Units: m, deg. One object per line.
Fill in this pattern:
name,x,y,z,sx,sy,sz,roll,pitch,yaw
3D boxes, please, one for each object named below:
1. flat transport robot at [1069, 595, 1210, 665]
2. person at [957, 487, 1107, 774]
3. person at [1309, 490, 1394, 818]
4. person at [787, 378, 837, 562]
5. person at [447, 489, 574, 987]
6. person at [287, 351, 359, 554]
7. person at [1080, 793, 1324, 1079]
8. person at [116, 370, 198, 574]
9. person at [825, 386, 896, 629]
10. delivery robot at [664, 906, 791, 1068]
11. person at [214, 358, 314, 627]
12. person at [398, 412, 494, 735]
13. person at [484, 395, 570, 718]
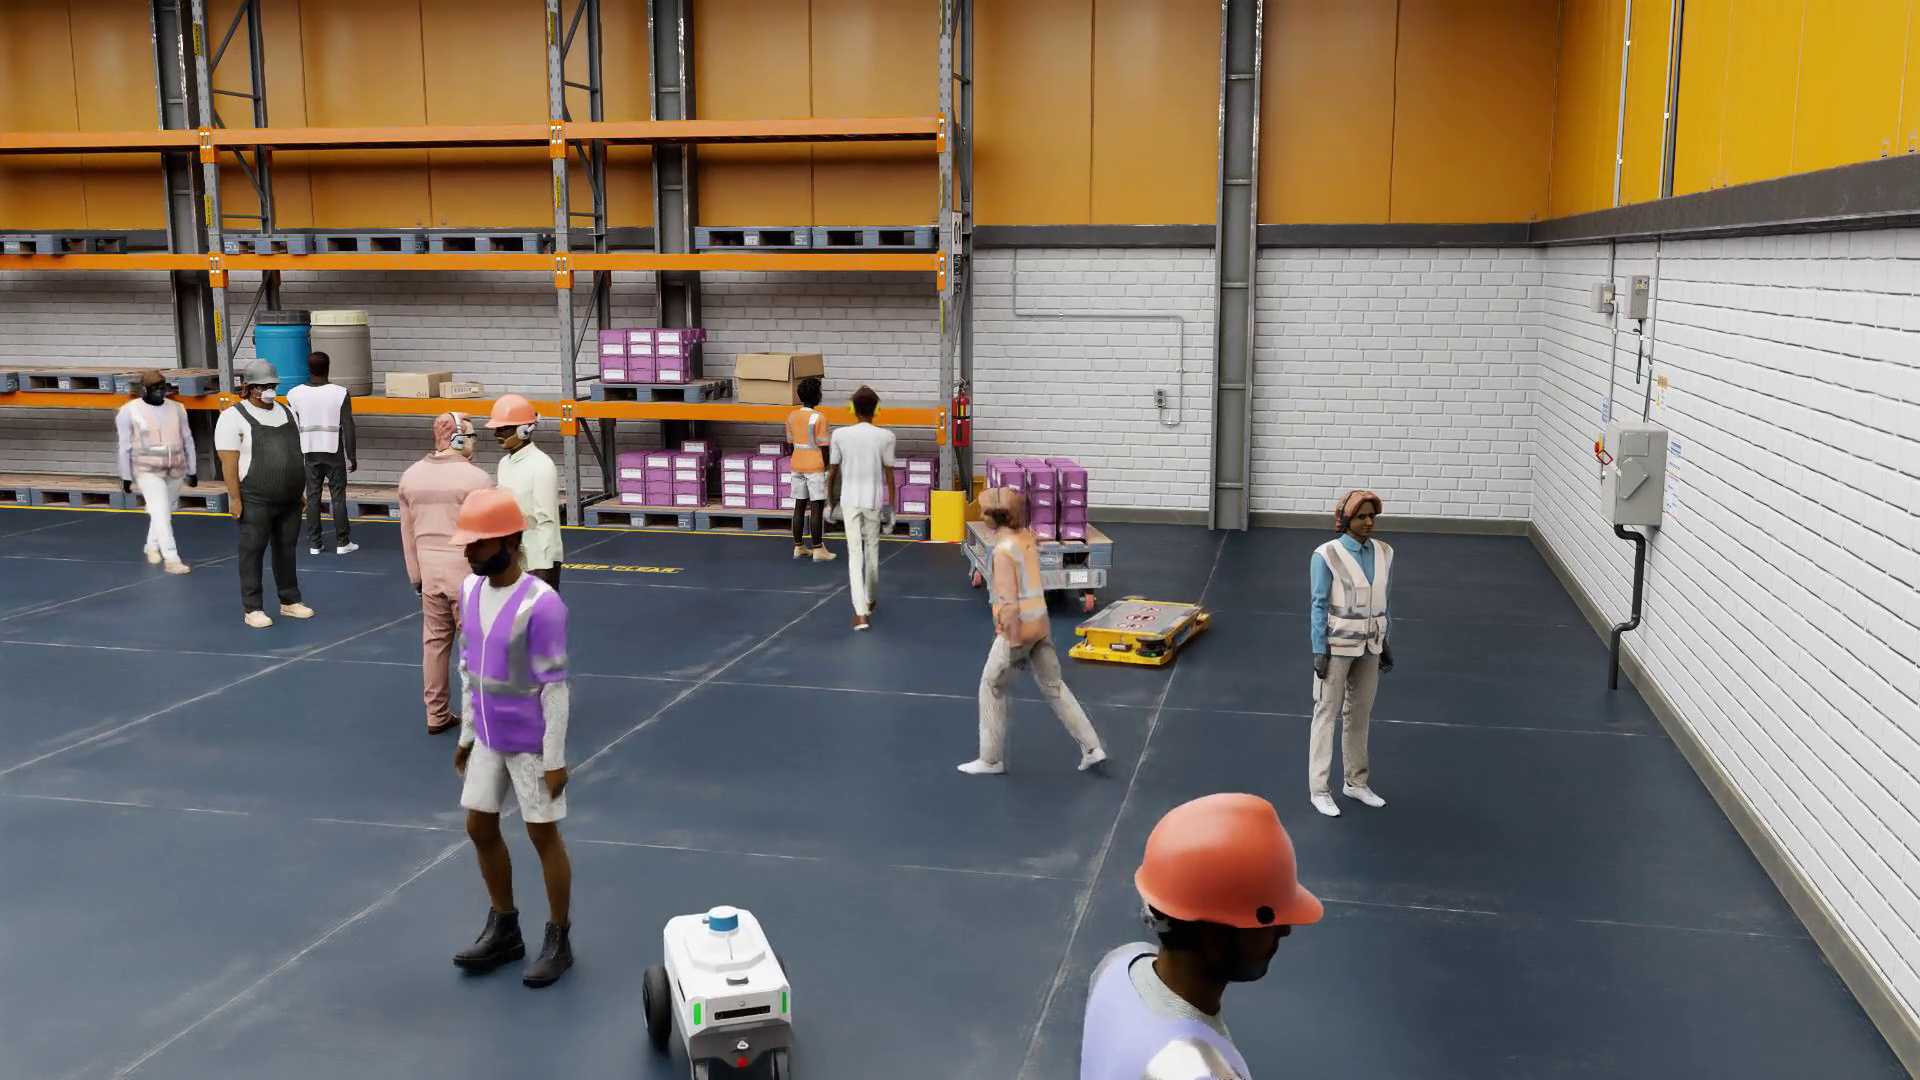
flat transport robot,1.314,0.635,11.974,0.652,0.197,1.431,4,10,21
person,0.409,0.502,8.878,0.781,1.589,0.531,4,10,22
person,1.965,0.559,8.380,0.513,1.641,0.307,-5,11,-29
person,-1.377,-0.647,15.354,0.535,1.697,0.318,9,13,42
person,-1.737,0.759,6.369,0.578,1.927,0.442,7,12,35
person,-6.005,-0.816,15.702,0.596,1.916,0.380,-1,10,-3
person,0.354,1.347,2.866,0.624,1.922,0.598,-2,10,-12
person,-7.211,-0.629,14.938,0.930,1.808,0.634,7,12,36
person,-0.757,-0.260,12.712,0.538,1.823,0.972,-1,10,-7
delivery robot,-0.807,1.504,5.714,0.477,0.478,0.707,-3,10,-17
person,-5.255,-0.371,12.701,0.539,2.000,0.689,5,11,29
person,-2.923,0.203,9.709,0.649,1.904,0.401,4,10,22
person,-2.615,0.116,10.003,0.414,1.987,0.608,-9,13,-41
